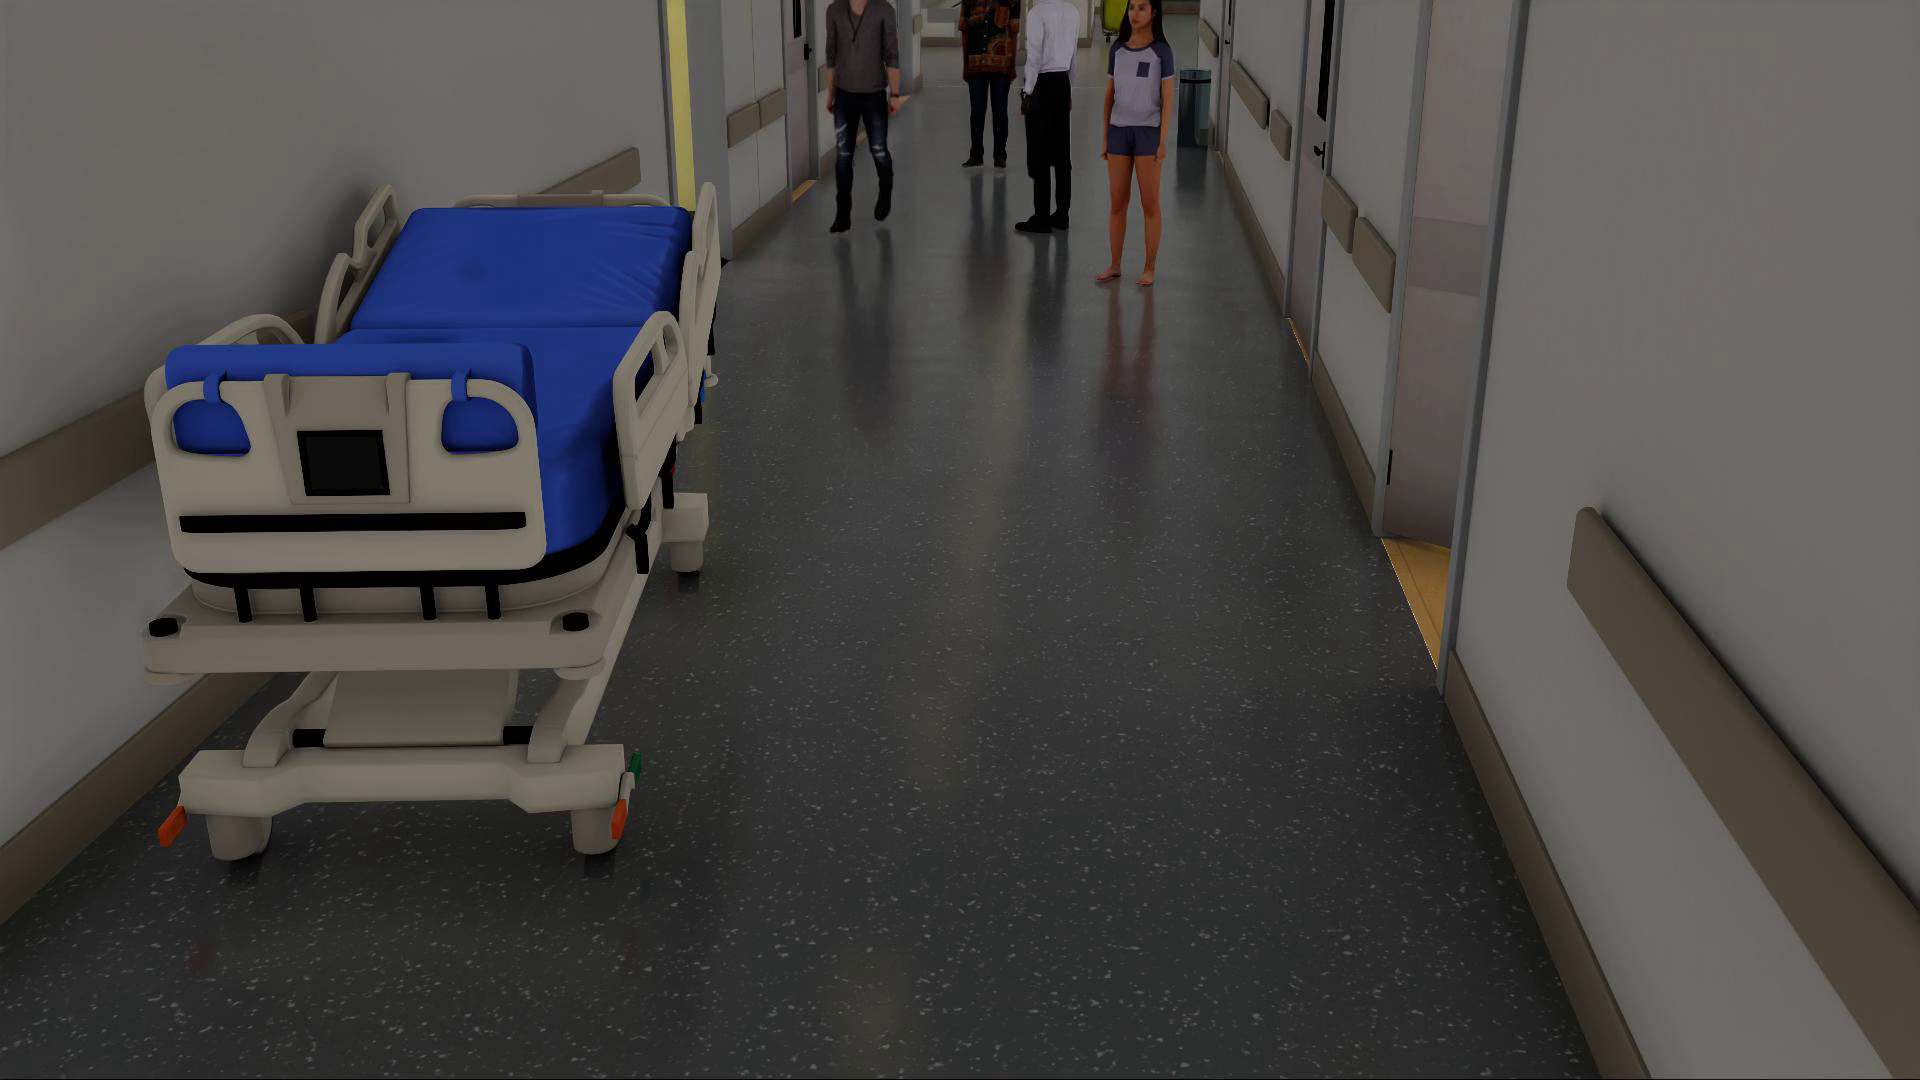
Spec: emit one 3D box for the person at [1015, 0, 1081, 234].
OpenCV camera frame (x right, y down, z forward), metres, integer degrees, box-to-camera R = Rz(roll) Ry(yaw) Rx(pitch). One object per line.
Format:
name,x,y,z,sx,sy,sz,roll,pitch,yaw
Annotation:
person,0.618,-3.101,11.653,0.712,1.836,0.751,-19,28,-41

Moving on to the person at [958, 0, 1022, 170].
person,0.263,-4.145,14.395,0.634,1.807,0.786,5,21,12

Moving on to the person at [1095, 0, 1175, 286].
person,1.061,-2.420,10.001,0.586,1.733,0.716,11,23,27

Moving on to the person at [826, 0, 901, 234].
person,-0.661,-3.135,11.689,1.146,1.875,0.832,3,21,9
